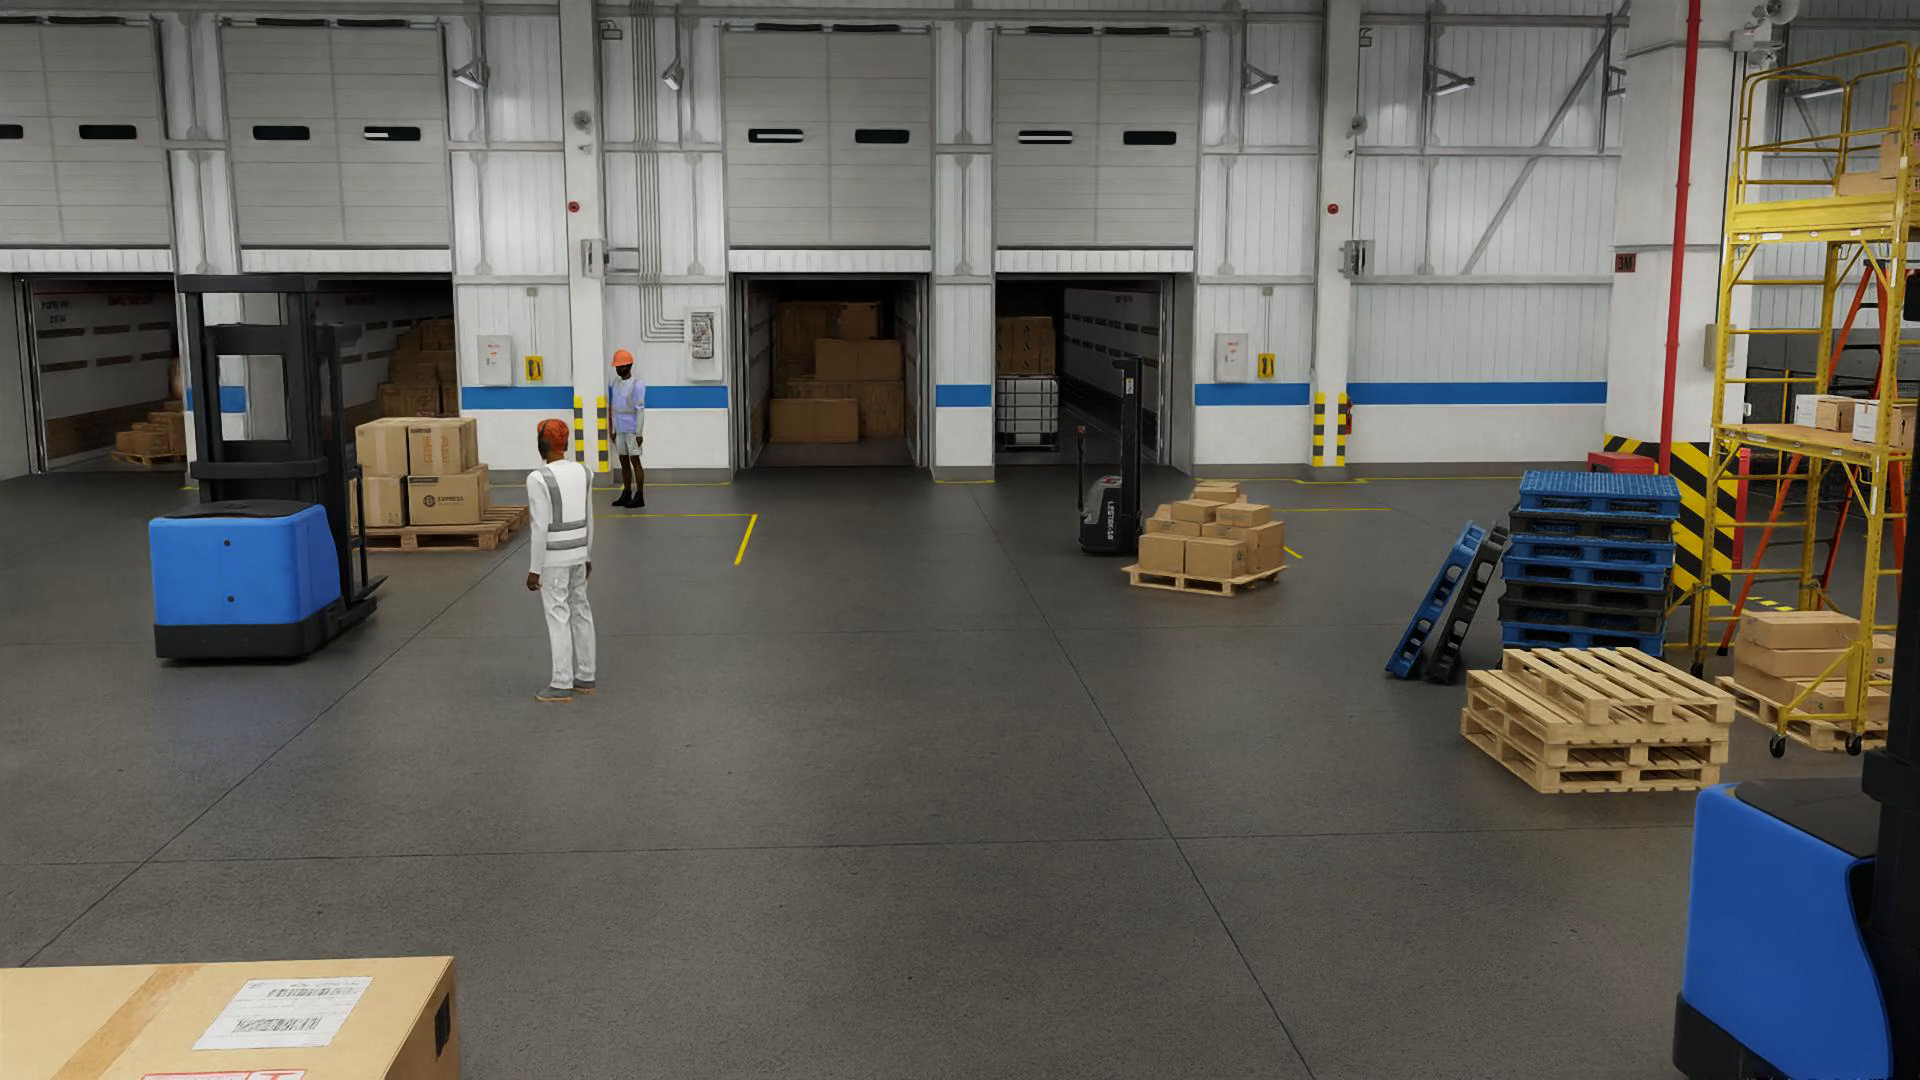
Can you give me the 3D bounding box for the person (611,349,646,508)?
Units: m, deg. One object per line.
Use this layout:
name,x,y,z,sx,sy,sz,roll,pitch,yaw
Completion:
person,-4.051,-1.347,20.198,0.543,1.929,0.384,8,12,39

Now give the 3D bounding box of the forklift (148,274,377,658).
forklift,-5.344,-0.626,12.679,1.129,2.768,1.873,-1,9,-4

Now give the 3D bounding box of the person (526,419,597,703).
person,-2.643,0.136,11.012,0.346,1.882,0.578,5,10,28

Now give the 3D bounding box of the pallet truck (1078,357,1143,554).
pallet truck,2.088,-0.836,16.757,1.885,1.965,0.823,2,9,13

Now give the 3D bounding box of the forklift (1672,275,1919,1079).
forklift,3.148,0.622,4.840,1.129,2.768,1.873,-2,9,-10
